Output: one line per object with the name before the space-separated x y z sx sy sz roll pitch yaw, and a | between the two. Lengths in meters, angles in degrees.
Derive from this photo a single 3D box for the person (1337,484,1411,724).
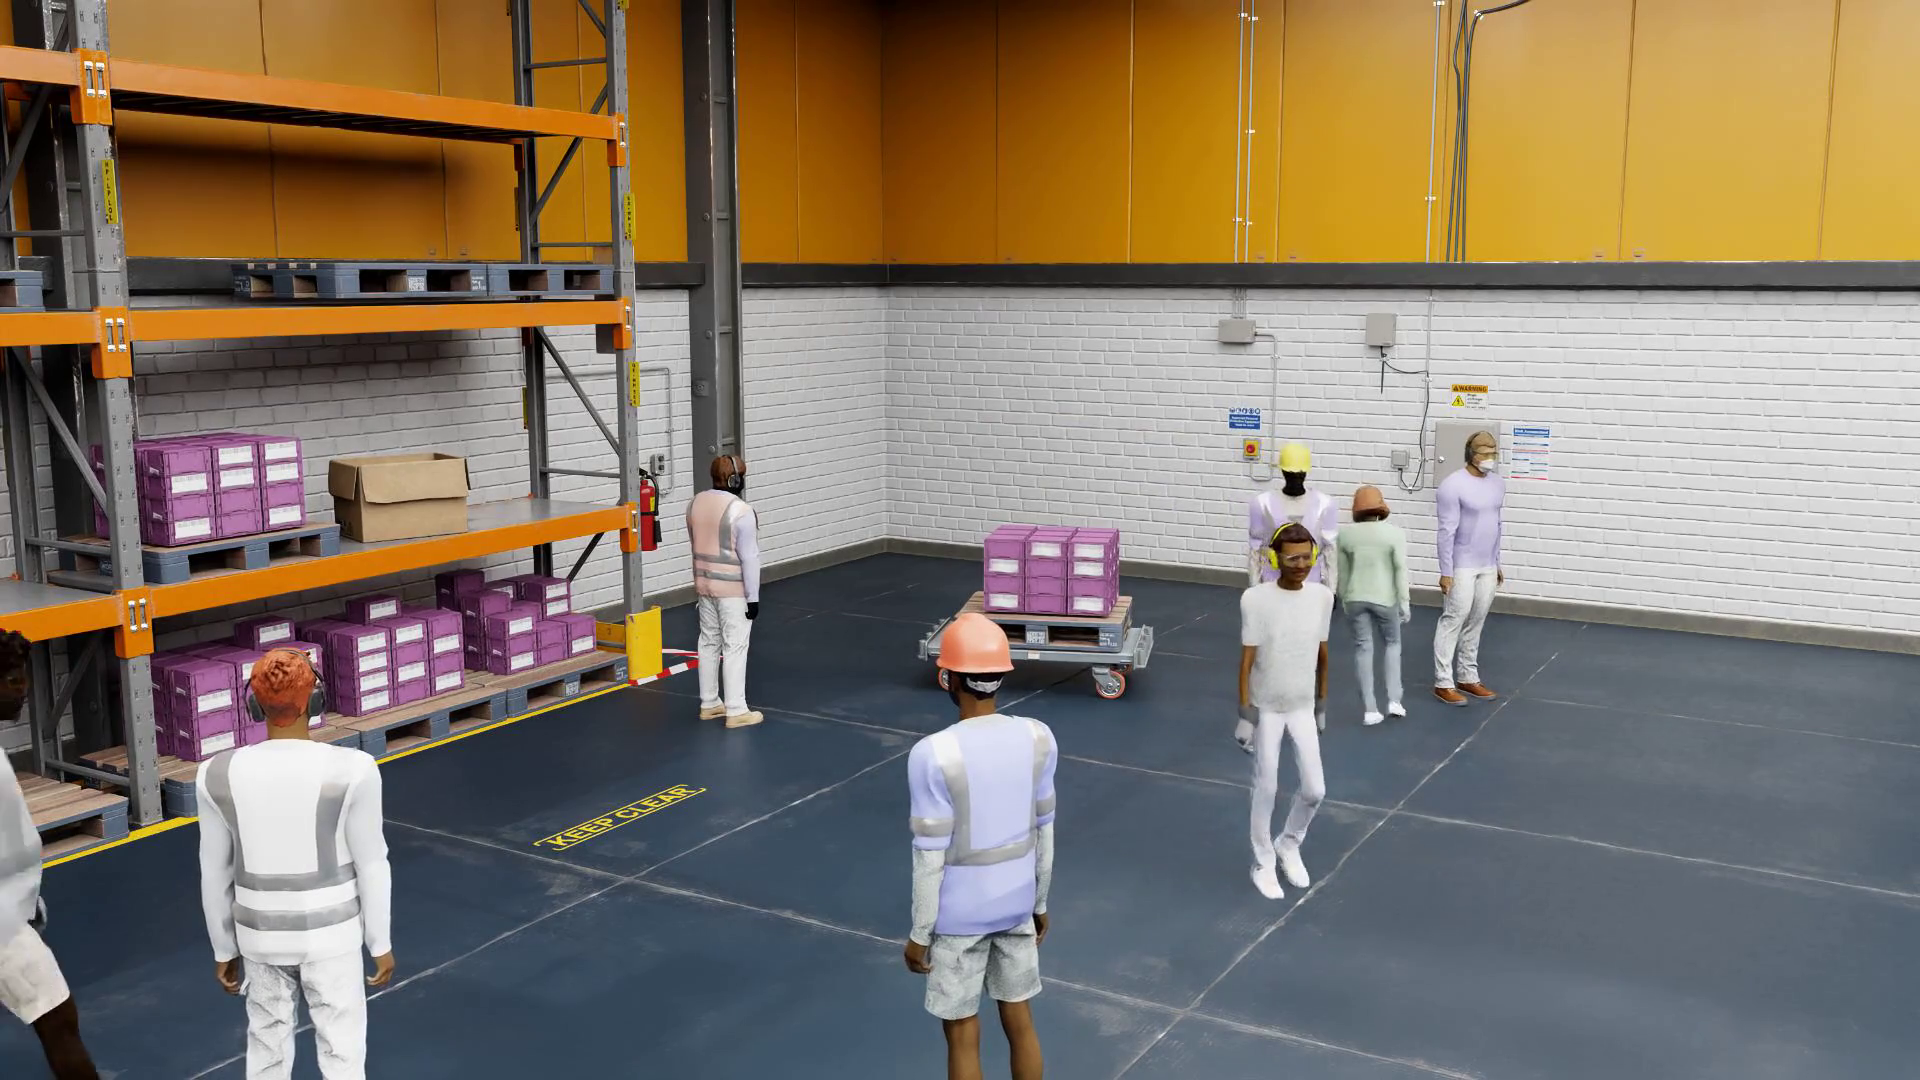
person | 2.795 0.430 11.251 0.551 1.602 0.523 5 11 31

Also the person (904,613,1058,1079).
person | 0.051 1.198 5.466 0.549 1.936 0.377 -6 11 -31

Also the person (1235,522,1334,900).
person | 1.561 0.830 8.043 0.525 1.854 0.419 -2 9 -10

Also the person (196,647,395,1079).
person | -2.078 1.268 5.245 0.574 1.876 0.340 0 9 -1

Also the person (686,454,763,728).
person | -1.560 0.337 11.183 0.619 1.836 0.430 8 12 39

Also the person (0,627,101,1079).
person | -3.202 1.215 5.479 1.047 1.905 0.618 -6 11 -33

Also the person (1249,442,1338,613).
person | 2.257 0.284 11.272 0.590 1.910 0.433 0 9 2

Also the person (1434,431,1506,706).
person | 3.601 0.193 11.737 0.634 1.936 0.351 -6 11 -33
